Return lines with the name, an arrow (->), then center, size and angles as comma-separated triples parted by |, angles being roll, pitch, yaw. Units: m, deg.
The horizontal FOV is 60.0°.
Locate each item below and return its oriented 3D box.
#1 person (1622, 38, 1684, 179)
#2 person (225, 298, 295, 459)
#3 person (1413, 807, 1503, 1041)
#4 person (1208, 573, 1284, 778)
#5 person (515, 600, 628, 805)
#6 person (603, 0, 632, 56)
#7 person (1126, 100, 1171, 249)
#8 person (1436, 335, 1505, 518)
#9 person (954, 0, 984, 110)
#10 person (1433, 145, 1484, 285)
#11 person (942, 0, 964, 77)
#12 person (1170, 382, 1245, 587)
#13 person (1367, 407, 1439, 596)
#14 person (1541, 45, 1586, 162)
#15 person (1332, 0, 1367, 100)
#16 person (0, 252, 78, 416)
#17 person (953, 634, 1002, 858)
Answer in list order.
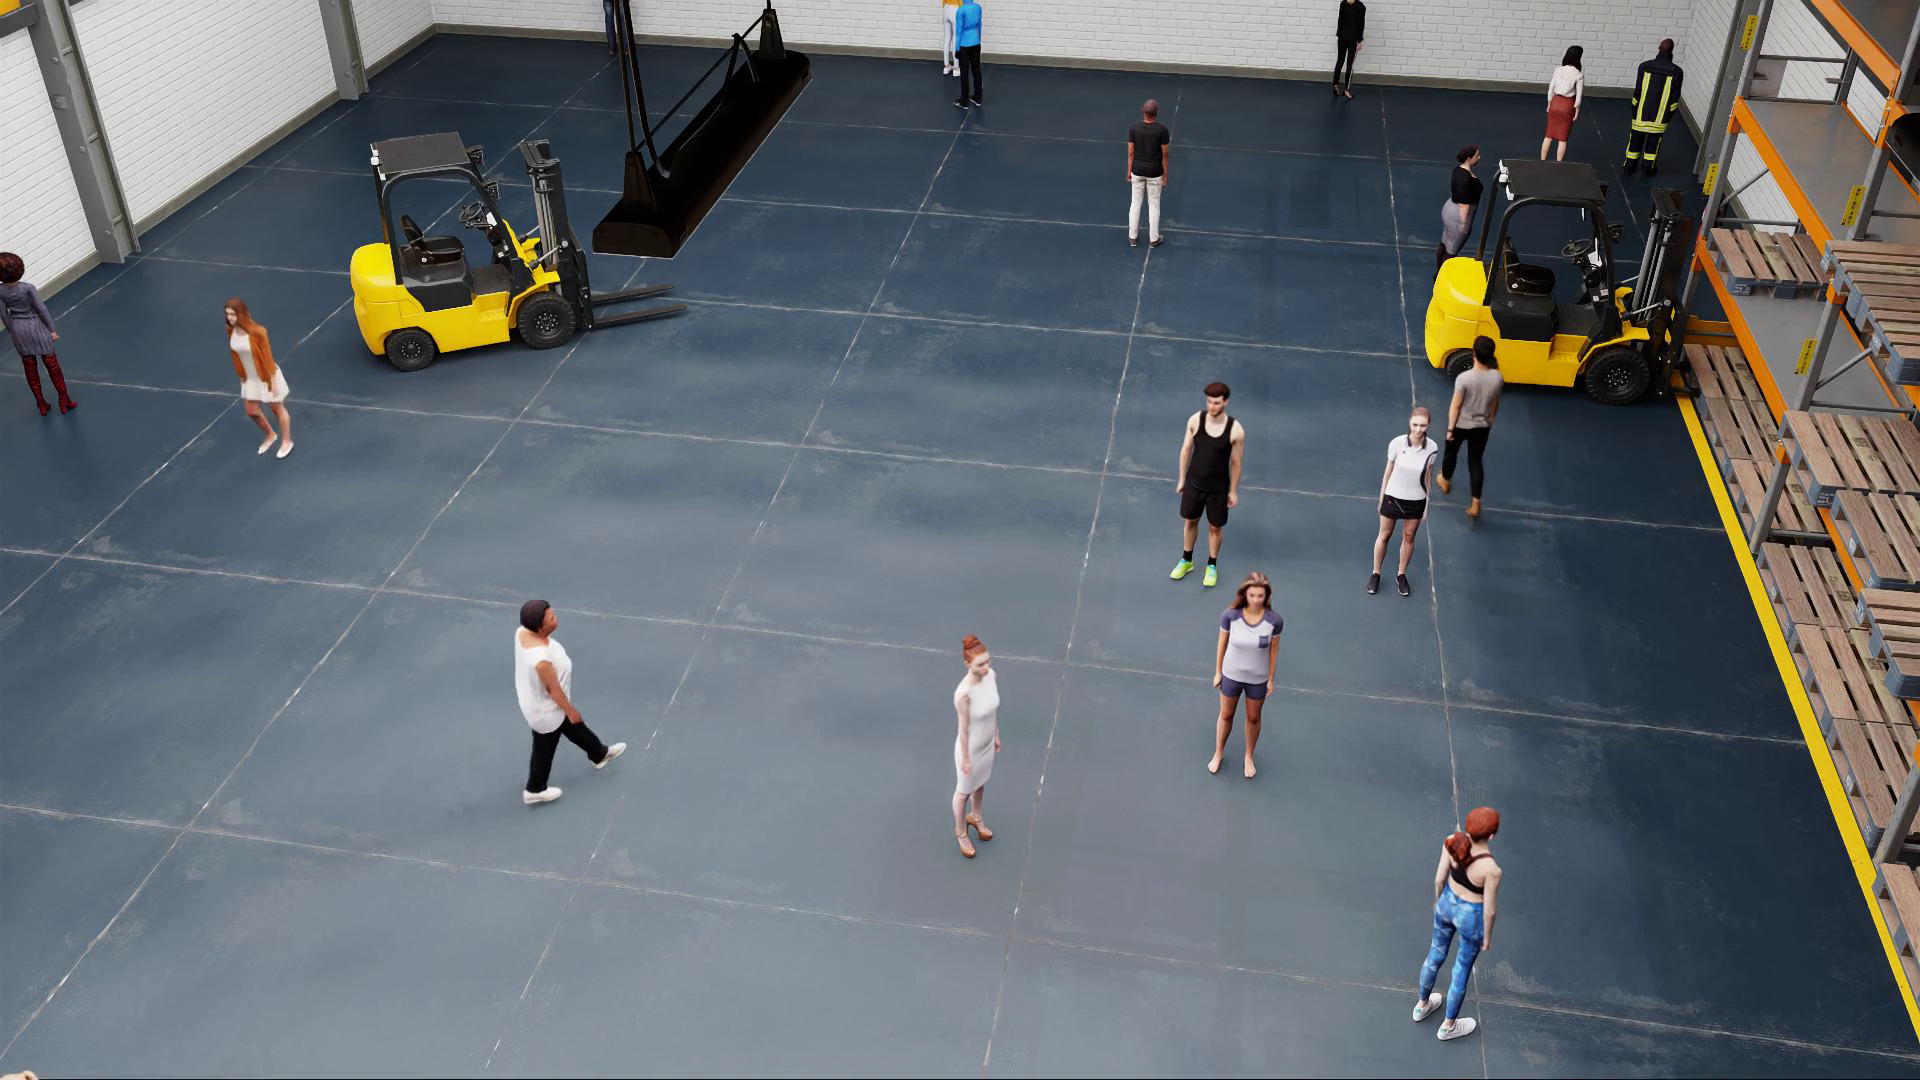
person -> 9.139, -5.707, 21.918 | 0.833, 1.823, 0.803 | 18, 38, 25
person -> -6.607, -1.598, 15.845 | 0.625, 1.702, 0.604 | 6, 34, 8
person -> 2.994, 2.276, 9.942 | 0.745, 1.785, 0.687 | -23, 40, -30
person -> 2.054, 0.957, 11.972 | 0.592, 1.735, 0.542 | 7, 34, 11
person -> -2.971, 1.169, 11.728 | 1.065, 1.652, 1.094 | -13, 36, -19
person -> -5.487, -8.626, 26.280 | 0.673, 1.856, 0.589 | 8, 35, 12
person -> 2.245, -4.397, 19.964 | 0.677, 1.805, 0.619 | 9, 35, 13
person -> 4.617, -0.991, 14.941 | 0.779, 1.691, 1.149 | -1, 34, -1
person -> 0.141, -7.192, 24.177 | 0.672, 1.795, 0.745 | -24, 40, -31
person -> 5.628, -3.639, 18.864 | 0.743, 1.760, 0.576 | 2, 34, 3
person -> -0.115, -8.002, 25.436 | 0.684, 1.751, 0.725 | 29, 43, 36
person -> 2.094, -0.490, 14.006 | 0.736, 1.892, 0.664 | 14, 36, 20
person -> 3.713, -0.333, 13.897 | 0.564, 1.752, 0.555 | 4, 34, 6
person -> 7.915, -5.626, 21.863 | 0.679, 1.749, 0.696 | 28, 43, 35
person -> 5.732, -7.373, 24.531 | 0.717, 1.706, 0.686 | -28, 42, -35
person -> -9.229, -2.046, 16.512 | 0.651, 1.710, 0.607 | -4, 34, -6
person -> 0.098, 1.396, 11.260 | 0.691, 1.793, 0.555 | 22, 39, 29
